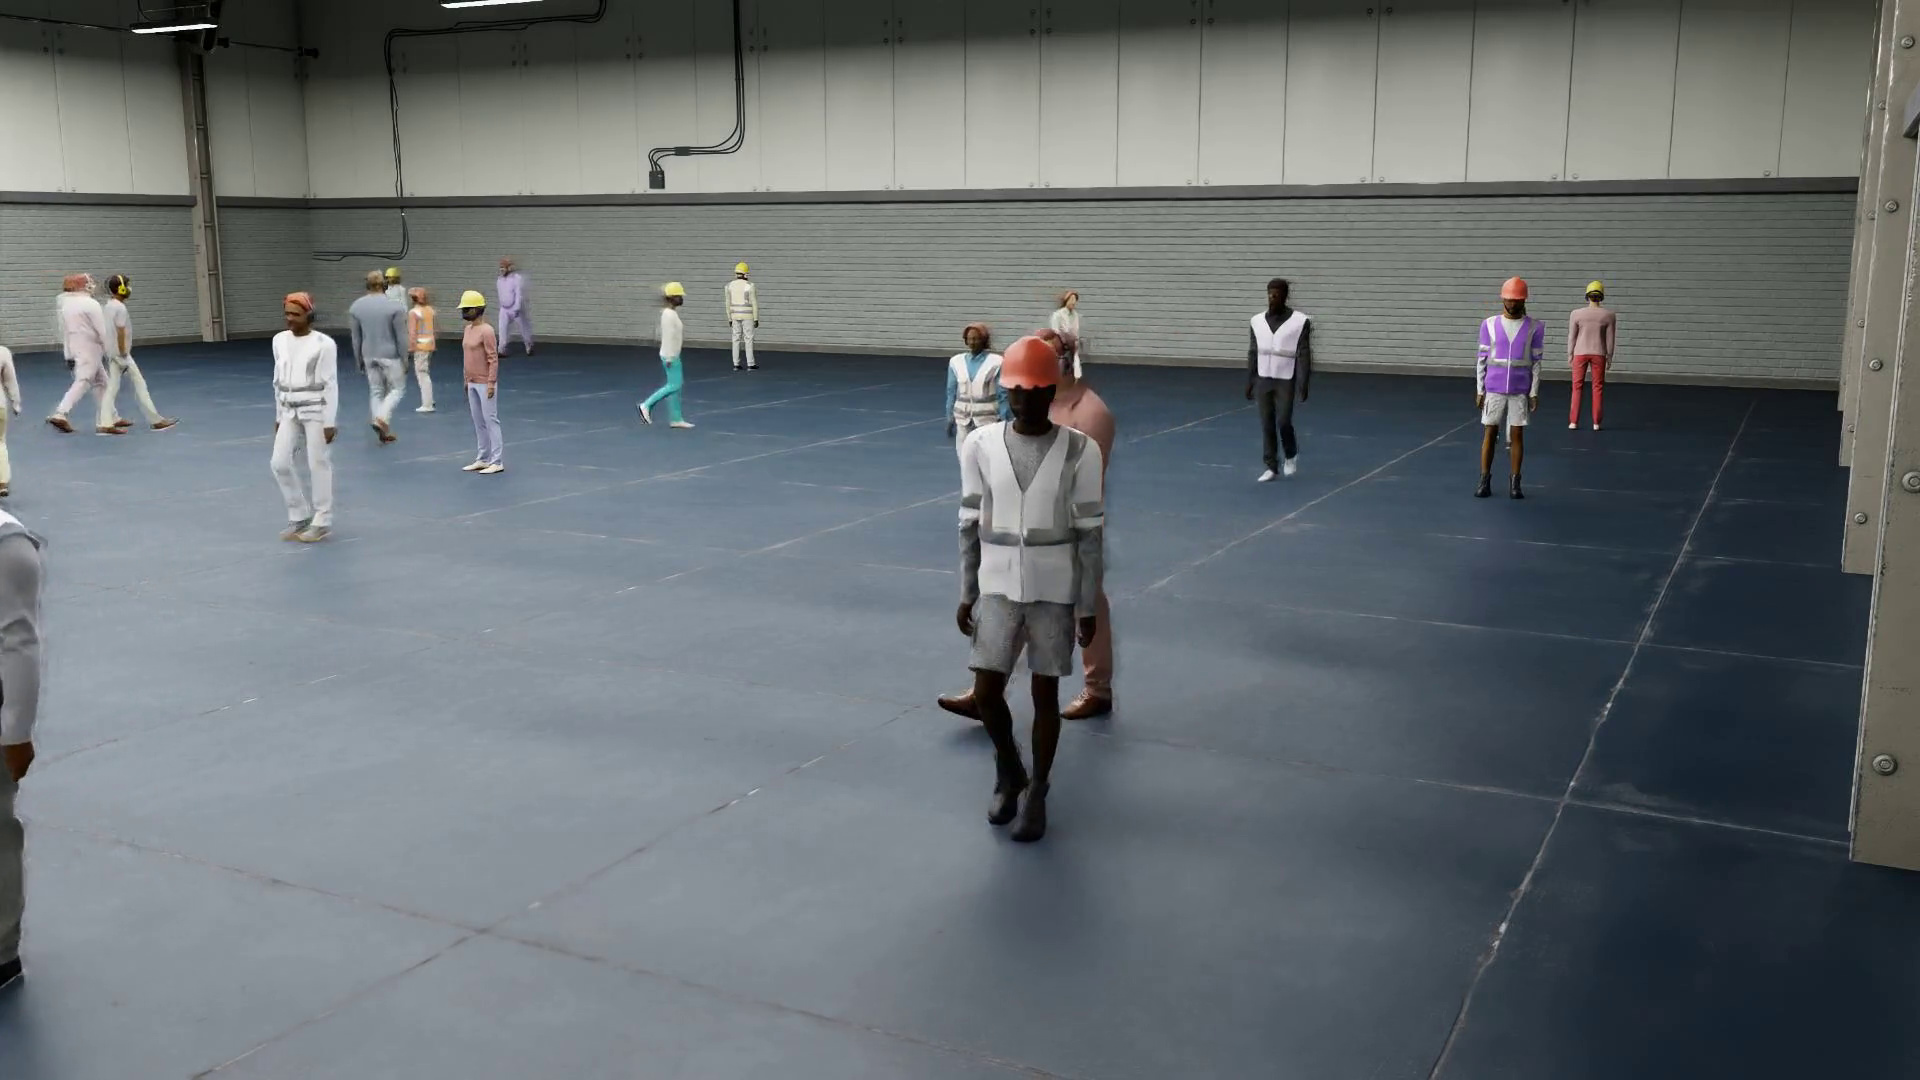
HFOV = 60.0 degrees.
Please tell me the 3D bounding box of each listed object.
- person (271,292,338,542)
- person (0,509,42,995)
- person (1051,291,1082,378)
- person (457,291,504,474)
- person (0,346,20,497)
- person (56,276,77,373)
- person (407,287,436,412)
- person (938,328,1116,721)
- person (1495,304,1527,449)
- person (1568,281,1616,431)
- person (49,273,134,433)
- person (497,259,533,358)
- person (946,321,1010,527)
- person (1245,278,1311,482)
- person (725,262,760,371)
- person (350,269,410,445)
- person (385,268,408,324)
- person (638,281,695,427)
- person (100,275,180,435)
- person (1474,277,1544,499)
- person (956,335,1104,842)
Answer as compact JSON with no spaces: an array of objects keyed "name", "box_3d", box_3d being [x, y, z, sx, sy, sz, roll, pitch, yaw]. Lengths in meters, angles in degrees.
[{"name":"person","box_3d":[-4.916,-0.904,12.410,0.616,1.874,0.498,4,11,19]},{"name":"person","box_3d":[-2.985,0.498,4.929,0.627,1.816,0.425,3,11,14]},{"name":"person","box_3d":[1.327,-2.370,21.187,0.513,1.602,0.846,-7,13,-34]},{"name":"person","box_3d":[-4.658,-1.520,16.082,0.327,1.767,0.533,-10,14,-43]},{"name":"person","box_3d":[-8.375,-1.121,14.283,0.372,1.611,0.527,8,13,36]},{"name":"person","box_3d":[-14.724,-3.574,27.669,0.505,1.618,0.584,-4,11,-22]},{"name":"person","box_3d":[-7.036,-2.469,21.611,0.433,1.623,0.538,2,11,12]},{"name":"person","box_3d":[0.363,-0.037,7.715,0.951,1.860,0.679,-8,13,-36]},{"name":"person","box_3d":[5.981,-1.797,18.006,0.517,1.622,0.394,7,13,34]},{"name":"person","box_3d":[7.449,-2.171,19.662,0.518,1.757,0.340,3,11,16]},{"name":"person","box_3d":[-10.324,-2.206,19.579,0.643,1.863,0.983,9,13,39]},{"name":"person","box_3d":[-8.438,-4.371,31.402,0.645,1.862,1.003,5,11,24]},{"name":"person","box_3d":[0.158,-0.924,13.226,0.525,1.629,0.458,4,11,23]},{"name":"person","box_3d":[2.964,-1.486,15.532,0.616,1.902,0.454,7,13,35]},{"name":"person","box_3d":[-3.685,-3.793,28.293,0.590,1.833,0.404,4,11,19]},{"name":"person","box_3d":[-6.335,-1.982,18.160,0.648,1.927,0.505,2,11,8]},{"name":"person","box_3d":[-10.346,-4.137,30.509,0.488,1.715,0.839,4,11,20]},{"name":"person","box_3d":[-3.495,-2.192,19.785,0.560,1.756,0.531,0,10,-2]},{"name":"person","box_3d":[-9.603,-2.143,19.295,0.516,1.828,0.937,10,14,43]},{"name":"person","box_3d":[4.796,-1.326,14.555,0.542,1.938,0.358,3,11,18]},{"name":"person","box_3d":[0.256,0.195,6.283,0.567,1.926,0.400,2,11,12]}]
